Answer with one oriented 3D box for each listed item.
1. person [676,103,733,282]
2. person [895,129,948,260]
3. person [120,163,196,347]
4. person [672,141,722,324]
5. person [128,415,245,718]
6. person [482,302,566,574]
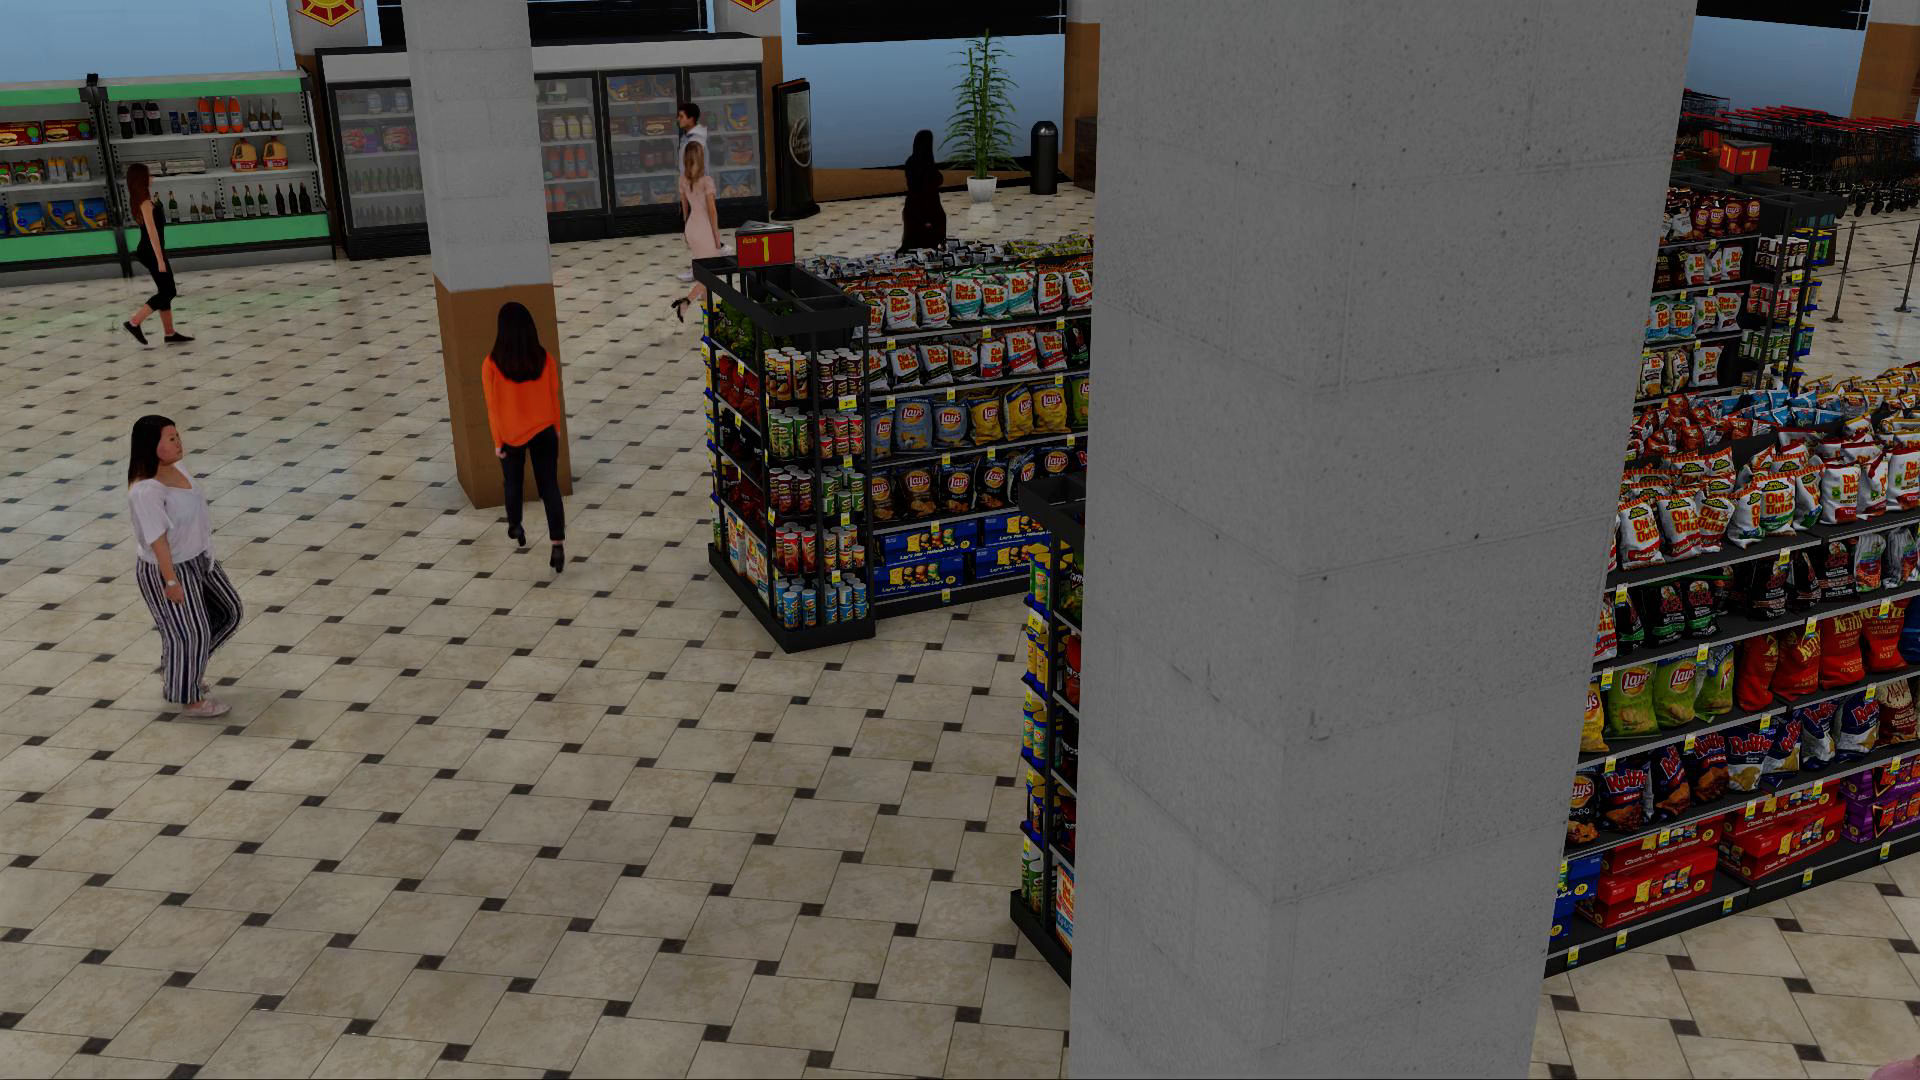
[{"bbox_3d":[-2.790,-3.779,18.057,0.901,1.917,0.723,-8,23,-20],"label":"person"},{"bbox_3d":[-0.469,-3.345,17.231,1.115,1.728,0.831,-17,27,-36],"label":"person"},{"bbox_3d":[-7.565,-2.606,15.412,0.887,1.712,0.646,-14,26,-31],"label":"person"},{"bbox_3d":[-2.527,-2.886,15.972,0.867,1.814,1.022,14,26,32],"label":"person"},{"bbox_3d":[-4.135,0.145,8.627,0.817,1.668,0.791,-2,22,-5],"label":"person"},{"bbox_3d":[-2.682,-0.604,10.446,0.986,1.700,0.685,-10,24,-23],"label":"person"}]
